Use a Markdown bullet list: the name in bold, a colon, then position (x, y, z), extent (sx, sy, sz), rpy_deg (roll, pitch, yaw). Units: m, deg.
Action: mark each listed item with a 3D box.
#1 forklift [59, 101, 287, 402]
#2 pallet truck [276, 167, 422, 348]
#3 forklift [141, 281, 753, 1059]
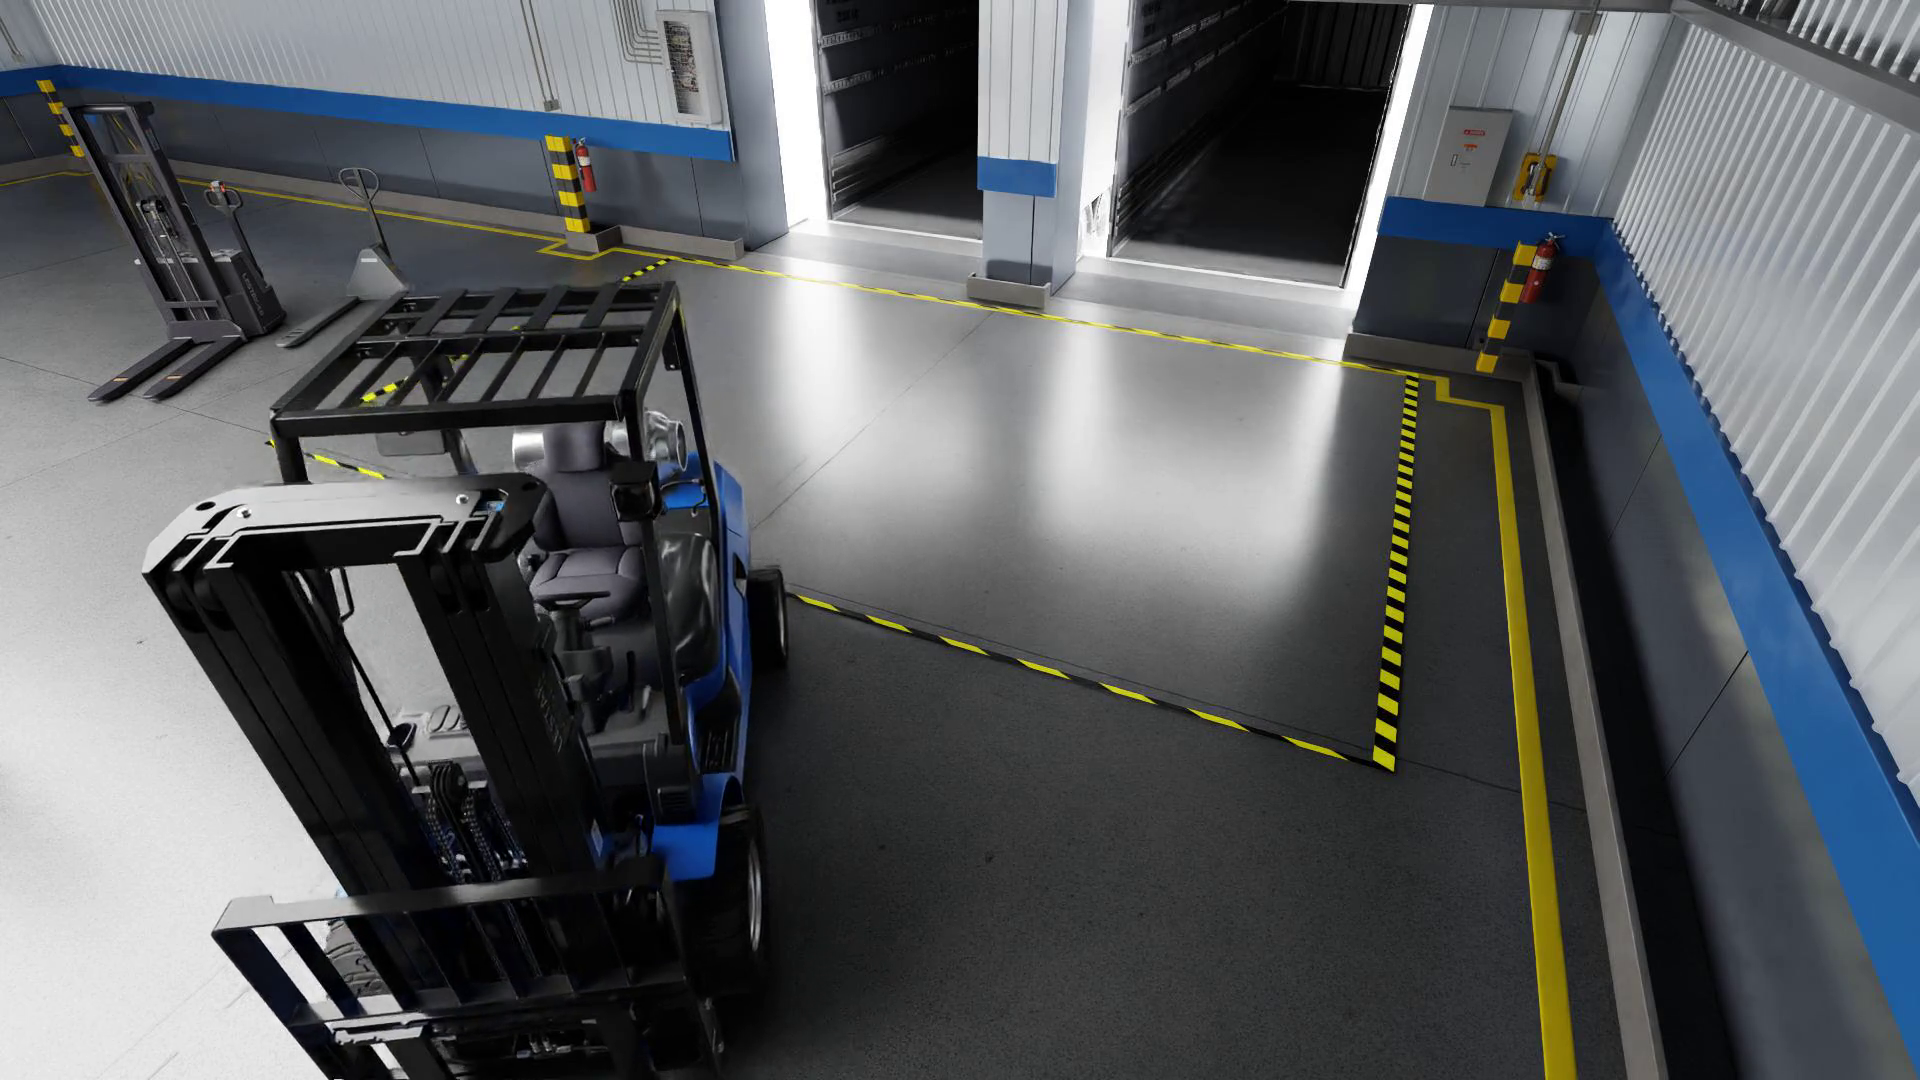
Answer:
- **forklift**: position (-6.686, -2.387, 7.434), extent (0.823, 1.965, 1.885), rpy_deg (-3, 35, -5)
- **pallet truck**: position (-5.732, -2.611, 8.414), extent (0.680, 1.201, 1.601), rpy_deg (-1, 35, -1)
- **forklift**: position (-1.478, 0.197, 3.428), extent (1.157, 2.036, 2.680), rpy_deg (-4, 35, -6)
